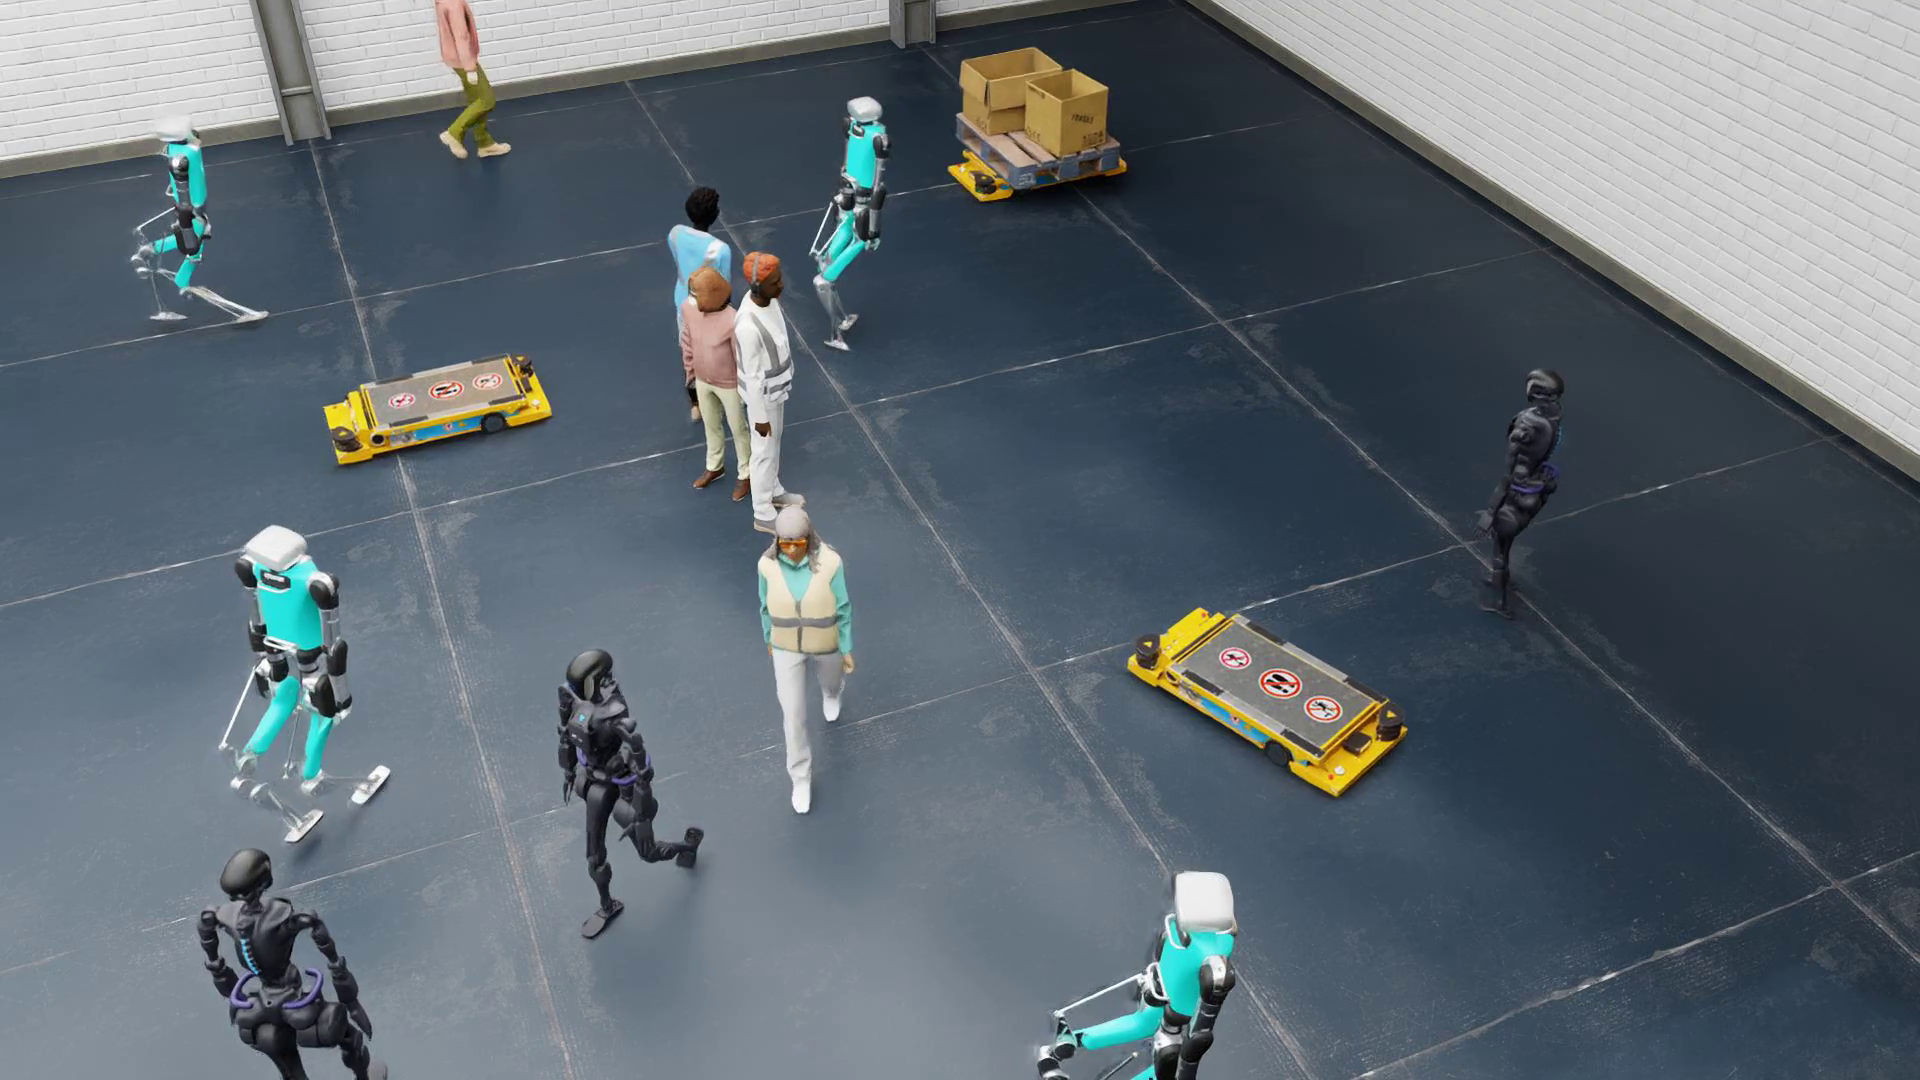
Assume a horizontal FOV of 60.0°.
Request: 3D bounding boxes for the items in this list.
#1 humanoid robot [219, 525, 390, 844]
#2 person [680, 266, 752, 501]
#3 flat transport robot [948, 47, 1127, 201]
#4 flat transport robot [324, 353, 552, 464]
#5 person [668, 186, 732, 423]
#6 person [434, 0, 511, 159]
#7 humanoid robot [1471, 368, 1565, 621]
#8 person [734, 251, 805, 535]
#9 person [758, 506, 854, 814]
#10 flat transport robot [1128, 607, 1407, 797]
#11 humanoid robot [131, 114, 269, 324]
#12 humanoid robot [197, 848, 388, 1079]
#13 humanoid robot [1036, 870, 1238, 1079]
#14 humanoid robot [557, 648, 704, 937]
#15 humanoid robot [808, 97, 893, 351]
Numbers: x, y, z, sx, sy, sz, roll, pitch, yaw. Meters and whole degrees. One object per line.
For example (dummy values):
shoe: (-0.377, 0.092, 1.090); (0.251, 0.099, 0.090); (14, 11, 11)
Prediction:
humanoid robot: (-3.246, 0.803, 8.015); (0.552, 1.746, 0.967); (13, 39, 16)
person: (-1.519, -0.985, 10.434); (0.500, 1.631, 0.284); (20, 42, 24)
flat transport robot: (0.677, -3.296, 14.564); (1.431, 0.231, 0.659); (-16, 40, -20)
flat transport robot: (-3.605, -0.919, 11.470); (1.431, 0.231, 0.659); (-15, 40, -19)
person: (-1.658, -1.621, 11.237); (0.537, 1.667, 0.711); (19, 41, 23)
person: (-4.314, -4.155, 14.404); (0.510, 1.825, 0.553); (-15, 40, -18)
humanoid robot: (3.152, -0.260, 9.458); (0.384, 1.655, 0.606); (29, 46, 32)
person: (-1.170, -0.894, 10.112); (0.340, 1.882, 0.582); (3, 38, 4)
person: (-0.773, 0.493, 8.475); (0.463, 1.674, 0.852); (-2, 38, -2)
flat transport robot: (1.684, 0.838, 9.183); (1.431, 0.231, 0.659); (31, 47, 34)
humanoid robot: (-5.719, -2.203, 11.966); (1.052, 1.736, 0.578); (-6, 38, -8)
humanoid robot: (-2.697, 1.859, 6.709); (0.598, 1.645, 0.528); (1, 38, 1)
humanoid robot: (0.653, 1.966, 6.560); (1.068, 1.768, 0.560); (-5, 38, -6)
humanoid robot: (-1.566, 1.106, 7.718); (0.589, 1.645, 0.727); (23, 43, 27)
humanoid robot: (-0.896, -2.238, 11.984); (0.871, 1.774, 0.588); (-22, 43, -26)
